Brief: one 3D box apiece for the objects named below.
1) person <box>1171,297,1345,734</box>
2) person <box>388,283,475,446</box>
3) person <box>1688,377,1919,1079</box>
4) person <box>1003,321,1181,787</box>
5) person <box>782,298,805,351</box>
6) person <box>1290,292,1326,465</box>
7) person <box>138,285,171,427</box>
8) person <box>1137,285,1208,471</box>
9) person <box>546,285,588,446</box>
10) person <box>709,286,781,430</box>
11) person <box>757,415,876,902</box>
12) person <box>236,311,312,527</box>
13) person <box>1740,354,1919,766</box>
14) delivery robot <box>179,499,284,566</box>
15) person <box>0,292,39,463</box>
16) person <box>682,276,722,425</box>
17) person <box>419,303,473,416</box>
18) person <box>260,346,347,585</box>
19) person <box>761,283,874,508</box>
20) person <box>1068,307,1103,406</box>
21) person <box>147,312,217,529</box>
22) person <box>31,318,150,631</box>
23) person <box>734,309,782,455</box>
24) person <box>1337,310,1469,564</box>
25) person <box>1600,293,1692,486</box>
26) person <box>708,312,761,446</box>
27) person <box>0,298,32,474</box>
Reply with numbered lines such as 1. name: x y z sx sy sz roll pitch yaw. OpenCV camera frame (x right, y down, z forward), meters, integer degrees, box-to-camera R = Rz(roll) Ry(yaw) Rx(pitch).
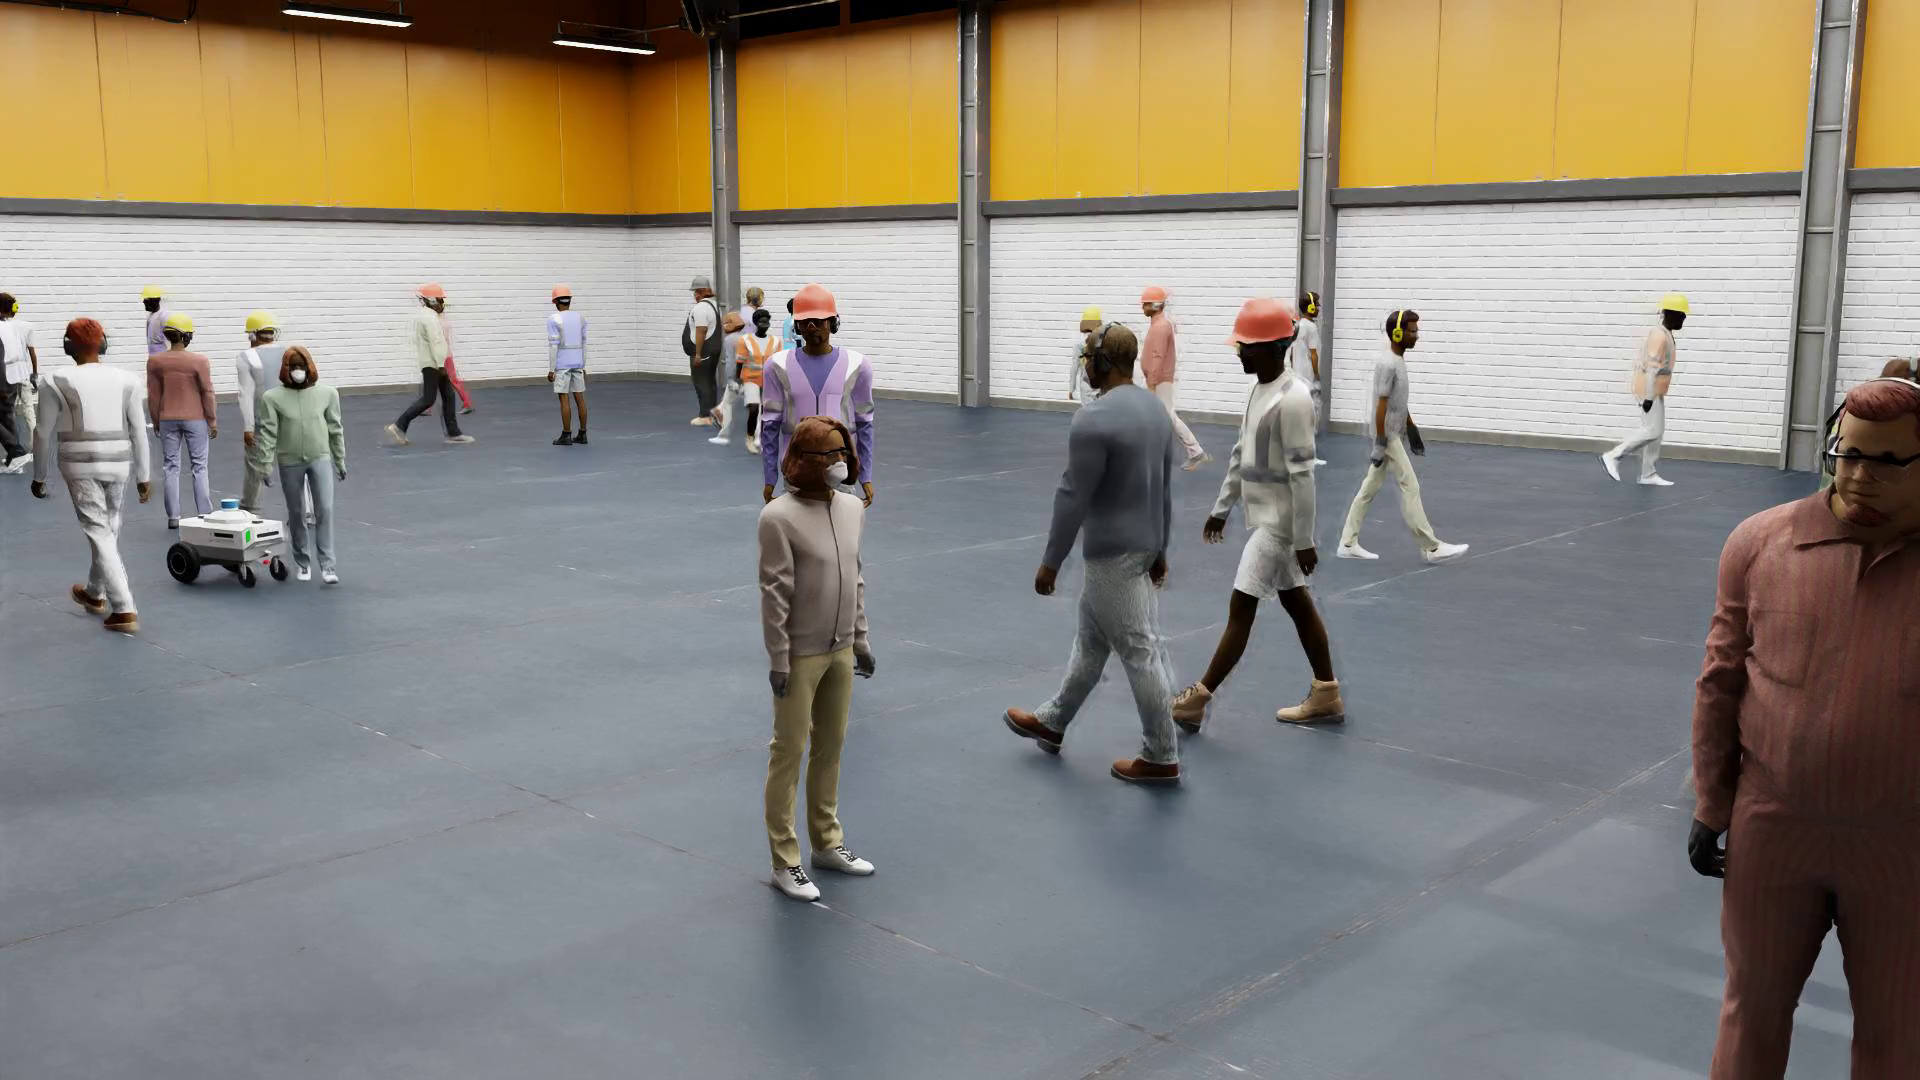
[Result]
1. person: 1.337 -0.096 7.566 1.034 1.984 0.689 0 9 -1
2. person: -6.409 -2.108 20.005 0.926 1.961 0.612 -3 10 -15
3. person: 1.868 0.610 3.508 0.636 1.902 0.406 6 11 32
4. person: 0.539 0.049 6.936 0.976 1.894 0.653 6 11 32
5. person: -2.439 -2.707 24.460 0.319 1.695 0.538 -5 10 -26
6. person: 3.771 -1.747 18.063 0.328 1.867 0.508 -3 10 -19
7. person: -10.678 -2.458 22.296 0.522 1.912 0.597 -8 12 -42
8. person: 2.139 -1.681 17.415 0.975 1.960 0.625 0 9 -2
9. person: -4.748 -2.097 20.026 0.391 1.924 0.547 8 12 40
10. person: -2.803 -2.351 21.654 0.852 1.910 0.633 -4 10 -21
11. person: -0.482 0.387 5.679 0.280 1.634 0.498 7 12 36
12. person: -5.692 -0.994 13.719 0.949 1.780 0.612 6 11 35
13. person: 3.426 0.191 6.372 0.867 1.814 0.637 4 10 21
14. delivery robot: -4.940 -0.034 11.279 0.707 0.478 0.477 4 10 26
15. person: -10.331 -1.758 18.133 0.512 1.866 0.330 -7 12 -37
16. person: -3.529 -2.598 22.742 0.539 2.000 0.696 2 10 14
17. person: -7.507 -2.654 24.070 0.893 1.720 0.535 -7 12 -38
18. person: -4.370 -0.480 11.091 0.535 1.597 0.798 -4 10 -24
19. person: -0.773 -0.371 9.081 0.615 2.040 0.391 0 9 -3
20. person: 1.392 -1.642 17.894 0.515 1.708 0.844 -4 10 -24
21. person: -6.335 -0.968 13.588 0.530 1.767 0.328 0 9 -1
22. person: -5.181 -0.400 9.908 0.970 1.830 0.581 7 11 36
23. person: -2.257 -1.762 18.712 0.589 1.670 0.401 -4 10 -24
24. person: 3.196 -0.734 11.994 0.953 1.816 0.544 3 10 15
25. person: 6.725 -1.462 16.238 0.685 1.899 0.599 5 10 27
26. person: -2.687 -1.920 19.902 0.770 1.592 0.530 6 11 34
27. person: -9.888 -1.612 17.127 0.445 1.899 0.594 -2 10 -14
